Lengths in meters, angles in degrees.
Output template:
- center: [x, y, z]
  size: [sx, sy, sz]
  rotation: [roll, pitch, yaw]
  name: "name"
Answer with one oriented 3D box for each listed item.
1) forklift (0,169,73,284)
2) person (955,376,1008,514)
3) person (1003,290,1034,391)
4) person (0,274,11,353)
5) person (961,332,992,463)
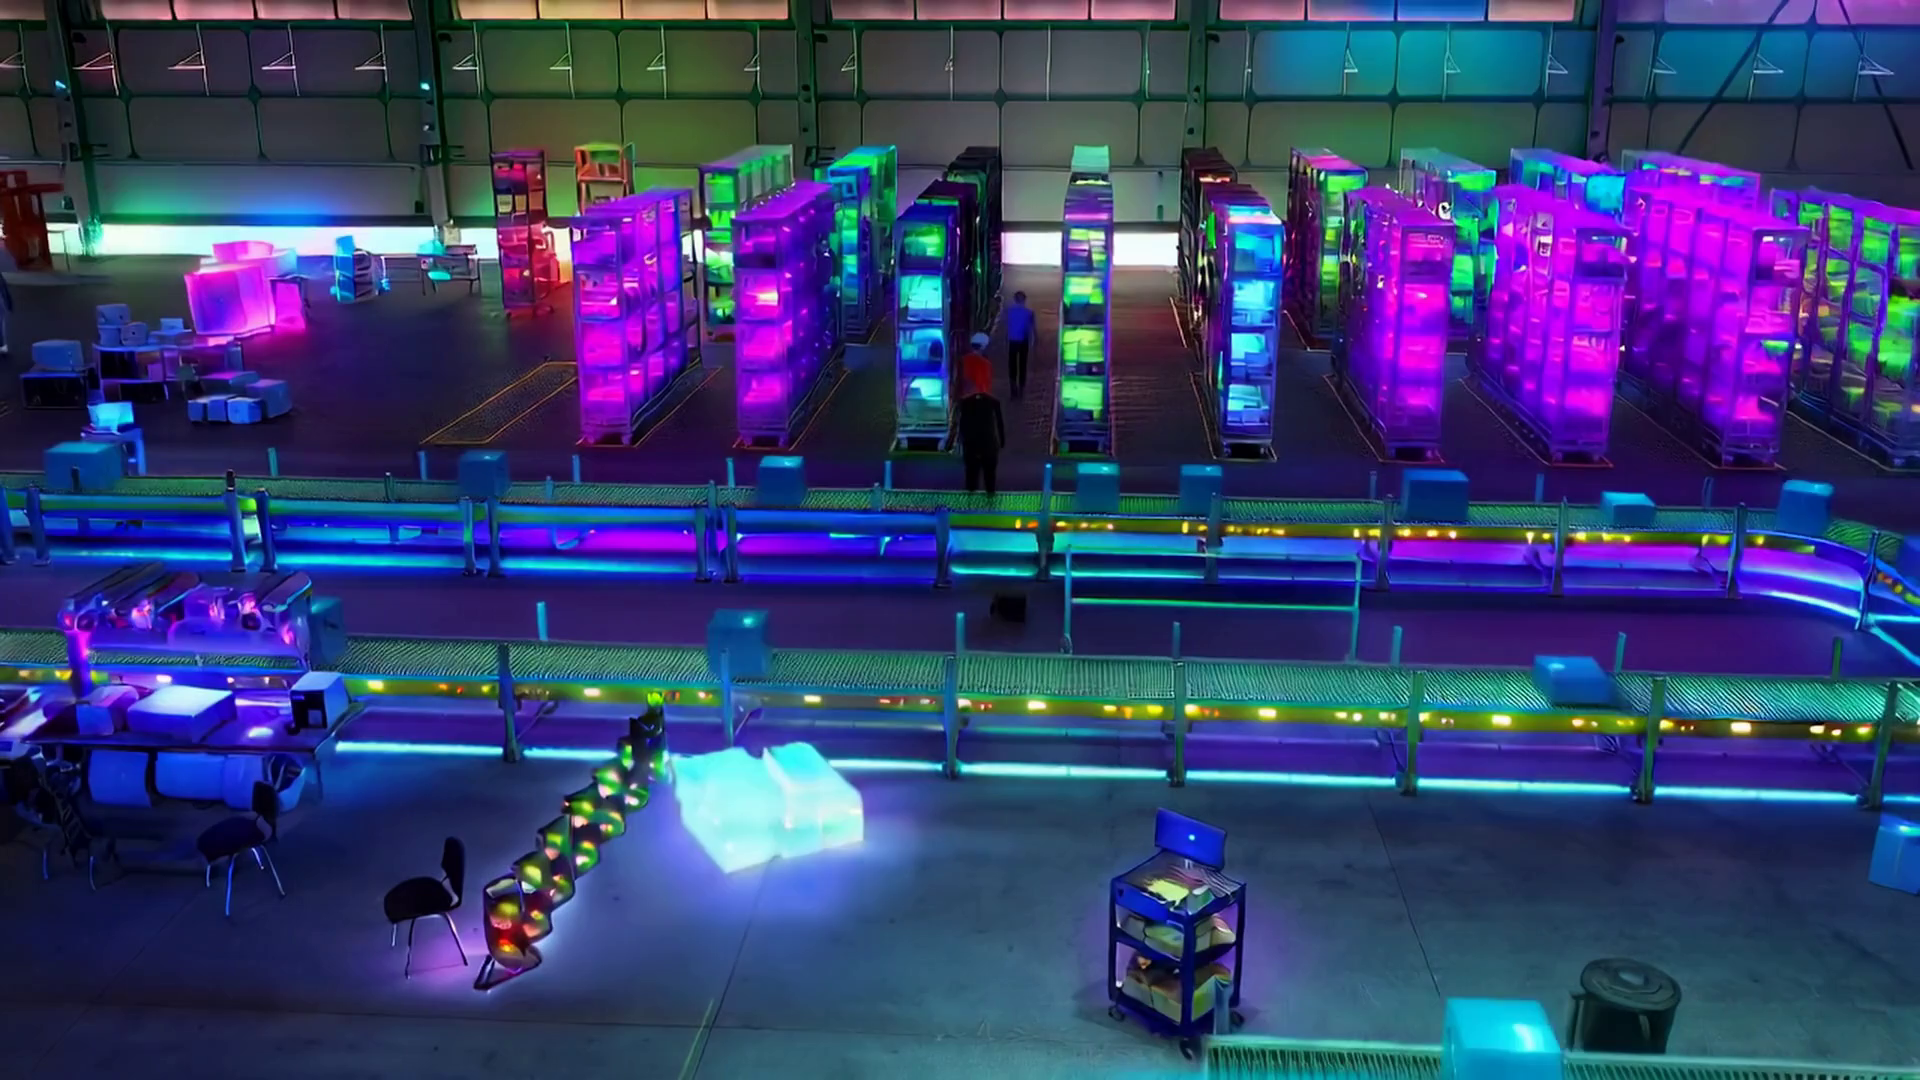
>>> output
- center: [-23.773, -7.922, 41.982]
  size: [1.873, 2.768, 1.129]
  rotation: [1, 18, 4]
  name: "forklift"
- center: [0.338, -1.294, 22.612]
  size: [0.796, 1.879, 0.396]
  rotation: [6, 19, 19]
  name: "person"
- center: [1.046, -3.569, 29.899]
  size: [0.566, 1.827, 0.690]
  rotation: [2, 18, 7]
  name: "person"
- center: [-19.454, -4.730, 33.482]
  size: [0.606, 1.904, 1.010]
  rotation: [-9, 20, -26]
  name: "person"
- center: [0.286, -2.169, 25.216]
  size: [0.448, 1.973, 0.617]
  rotation: [-11, 21, -32]
  name: "person"
